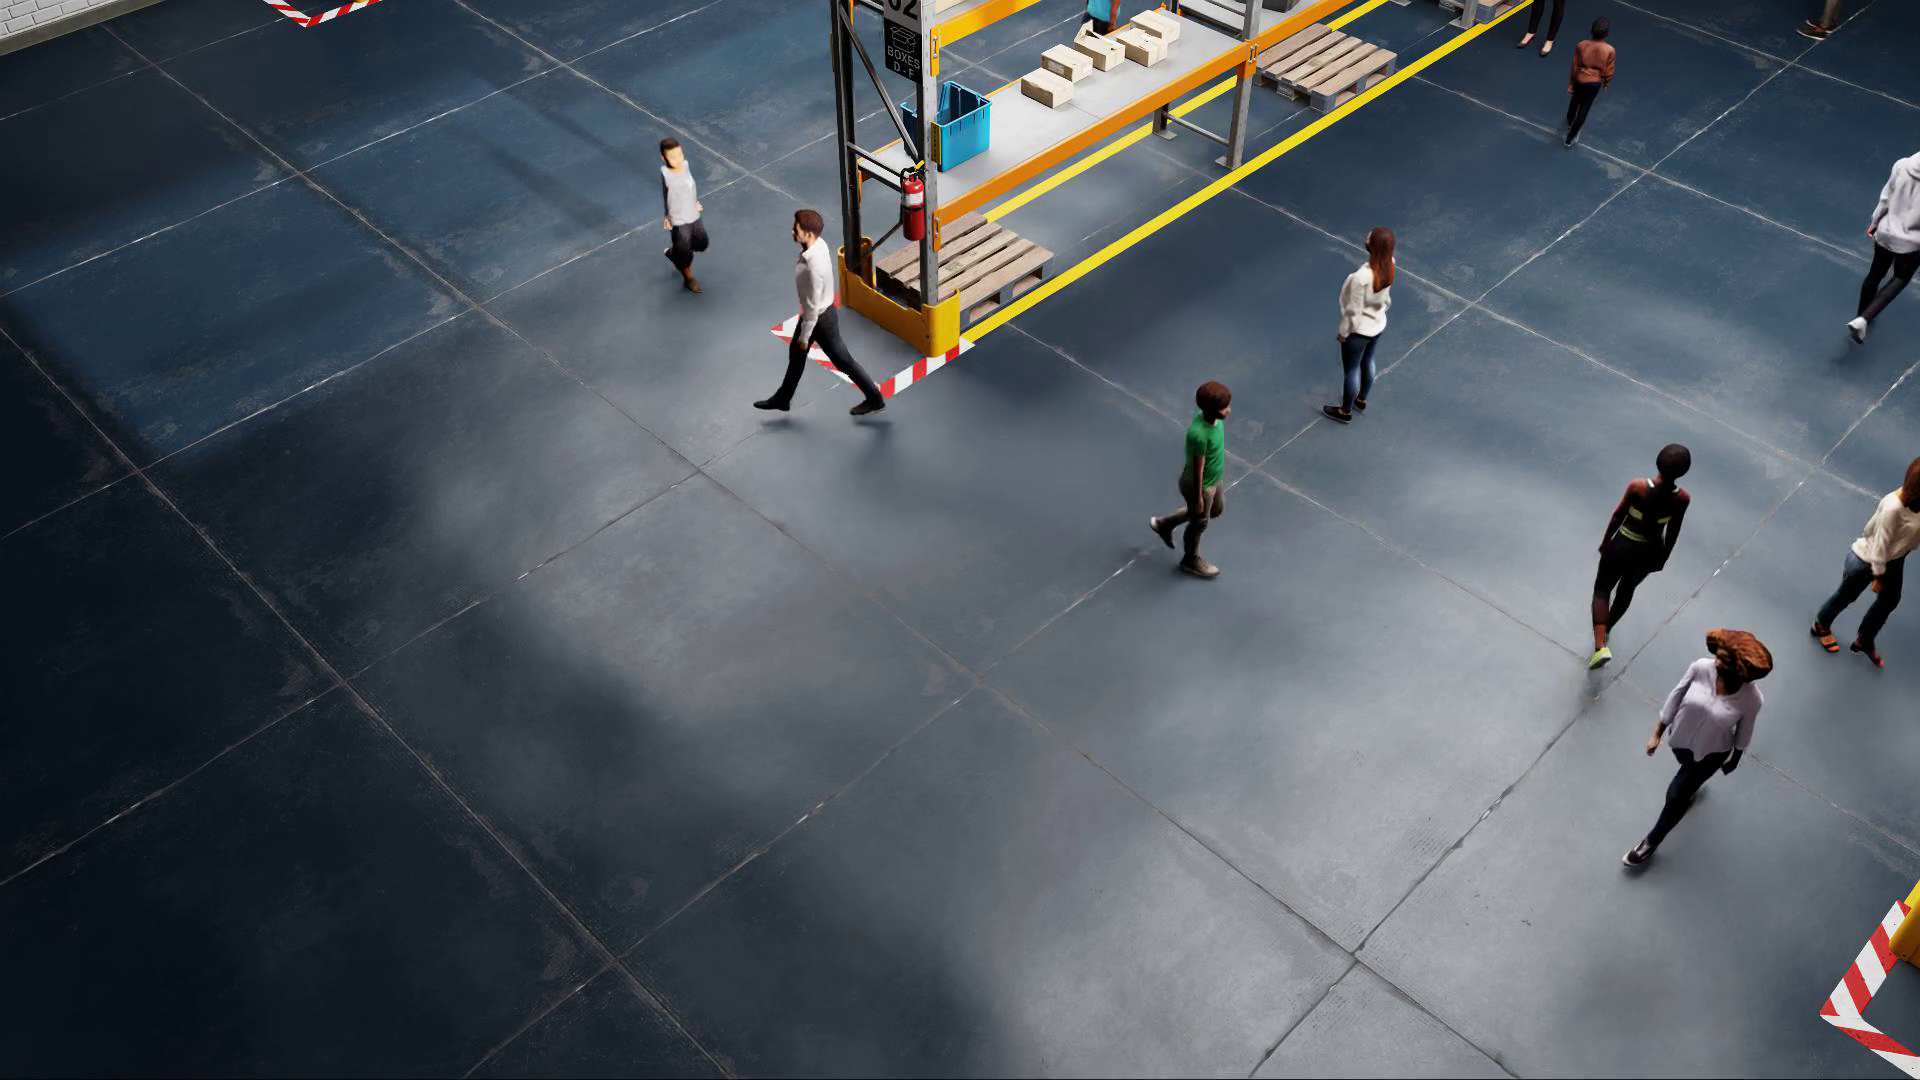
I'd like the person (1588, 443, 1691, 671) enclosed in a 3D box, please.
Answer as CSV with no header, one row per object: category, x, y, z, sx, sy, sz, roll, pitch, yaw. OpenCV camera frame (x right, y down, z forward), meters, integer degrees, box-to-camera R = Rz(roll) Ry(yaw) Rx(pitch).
person,4.290,0.136,10.613,0.840,1.740,1.018,12,45,13

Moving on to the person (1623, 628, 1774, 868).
person,4.344,1.100,9.652,1.216,1.670,0.736,-29,51,-27

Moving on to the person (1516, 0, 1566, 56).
person,6.038,-5.784,16.788,0.498,1.795,0.604,-34,53,-30

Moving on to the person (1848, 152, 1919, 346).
person,7.403,-2.371,13.118,0.979,1.916,0.709,-32,52,-29

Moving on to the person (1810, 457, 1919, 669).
person,5.853,0.074,10.731,0.741,1.668,0.791,-20,47,-20

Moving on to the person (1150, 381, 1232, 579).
person,1.561,-0.423,11.275,0.778,1.637,0.810,20,47,20

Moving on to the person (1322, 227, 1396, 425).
person,3.035,-1.614,12.486,0.494,1.692,0.682,-31,52,-29

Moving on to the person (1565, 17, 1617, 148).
person,5.893,-4.282,15.621,0.627,1.230,0.844,23,48,22

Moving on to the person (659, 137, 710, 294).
person,-2.366,-2.776,13.884,0.646,1.444,0.670,33,53,30

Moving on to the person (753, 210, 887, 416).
person,-0.948,-1.629,12.408,1.328,1.820,1.178,-5,44,-5

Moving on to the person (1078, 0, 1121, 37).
person,1.444,-5.096,16.089,0.638,1.763,0.613,-32,52,-29
